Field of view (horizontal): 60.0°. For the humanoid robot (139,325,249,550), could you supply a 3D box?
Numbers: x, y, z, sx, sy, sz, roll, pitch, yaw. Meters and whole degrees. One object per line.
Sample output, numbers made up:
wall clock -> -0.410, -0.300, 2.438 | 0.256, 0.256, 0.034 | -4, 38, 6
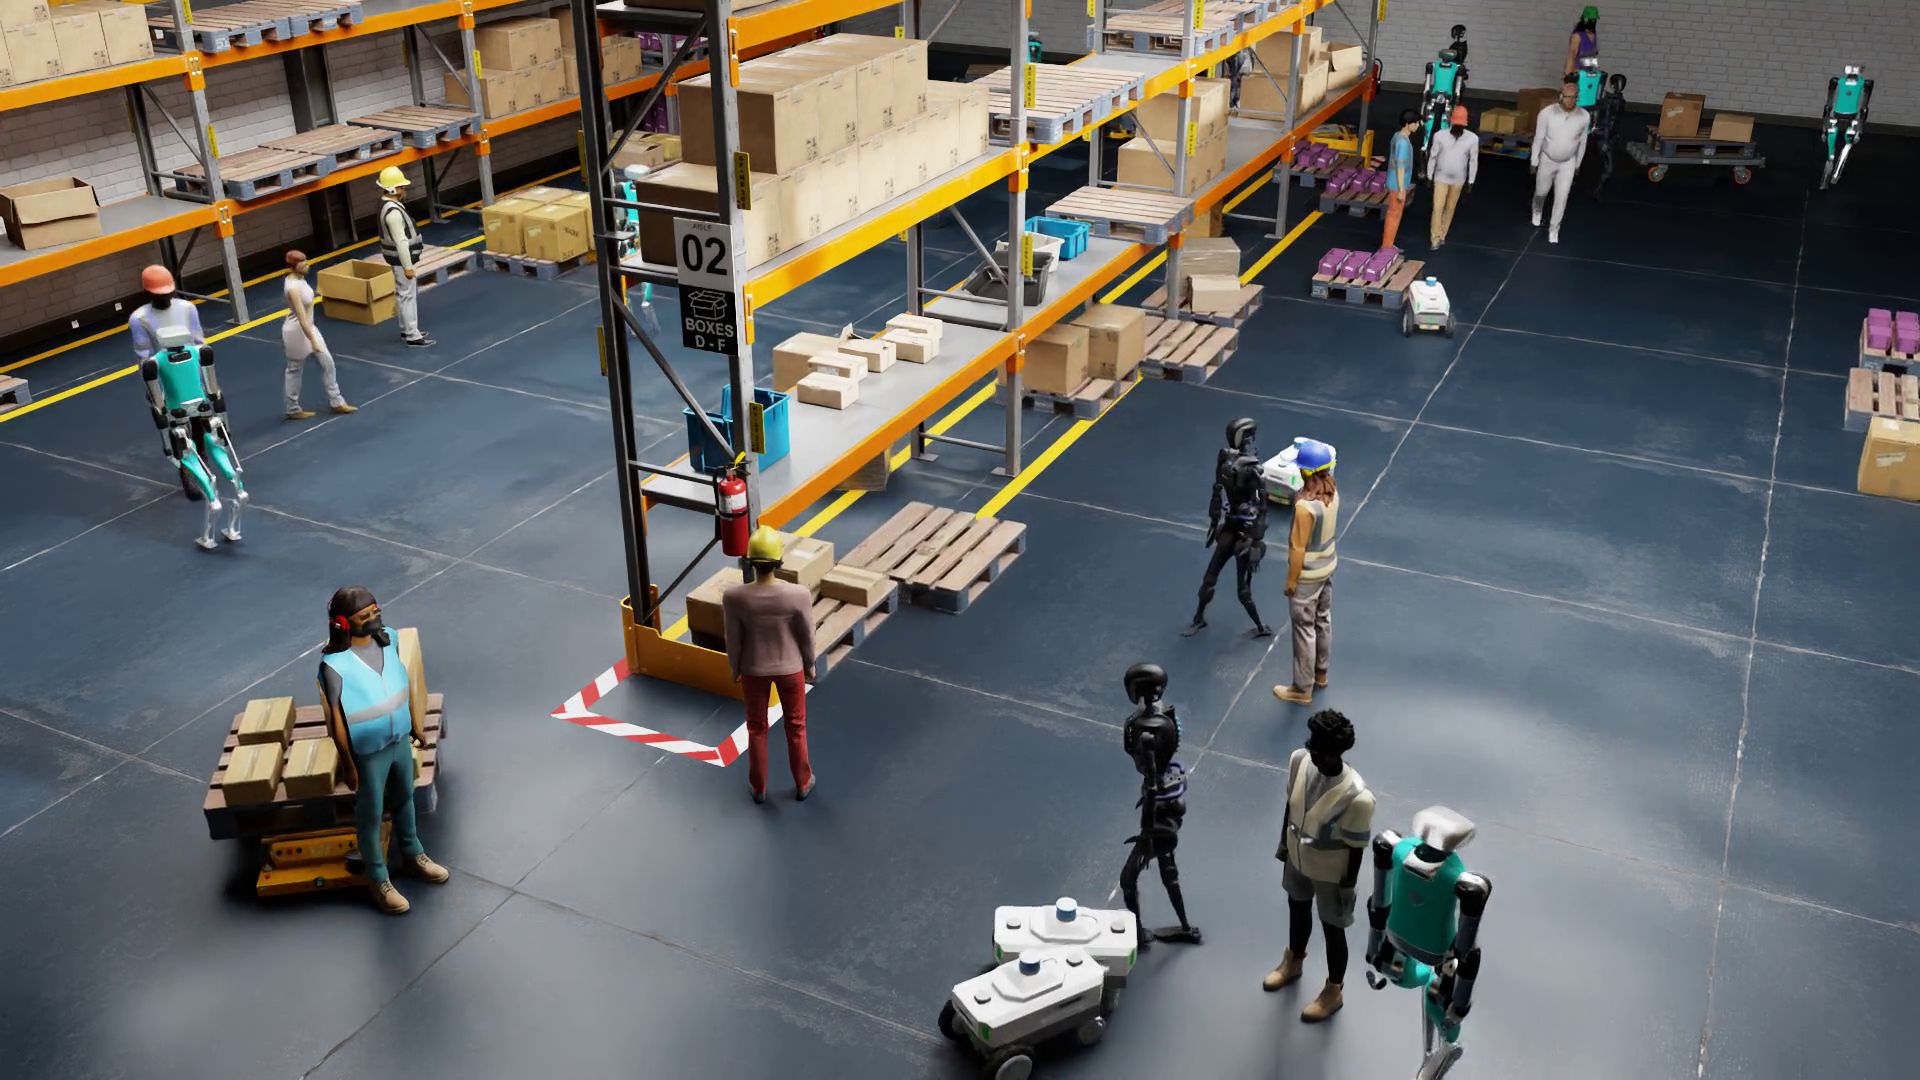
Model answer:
humanoid robot -> -5.659, -0.728, 12.491 | 0.694, 1.707, 0.530 | 23, 34, 38

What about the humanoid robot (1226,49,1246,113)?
humanoid robot -> 4.086, -6.829, 25.019 | 0.760, 1.623, 0.598 | 3, 26, 6

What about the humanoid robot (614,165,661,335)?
humanoid robot -> -3.292, -2.850, 16.913 | 0.542, 1.801, 0.784 | 4, 27, 7

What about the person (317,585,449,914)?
person -> -3.076, 1.084, 8.789 | 0.392, 1.866, 0.520 | 14, 29, 26

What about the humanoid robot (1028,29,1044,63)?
humanoid robot -> 0.864, -6.559, 24.390 | 0.735, 1.803, 0.530 | 3, 26, 6

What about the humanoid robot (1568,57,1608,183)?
humanoid robot -> 8.334, -5.678, 22.611 | 0.538, 1.803, 0.763 | -4, 27, -7

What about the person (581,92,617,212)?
person -> -4.605, -5.057, 21.220 | 0.373, 1.840, 0.569 | 4, 27, 9

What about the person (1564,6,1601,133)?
person -> 9.584, -7.230, 25.563 | 0.548, 1.876, 0.994 | -23, 34, -38

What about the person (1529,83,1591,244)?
person -> 7.315, -4.658, 20.378 | 0.644, 1.880, 0.853 | 6, 27, 11

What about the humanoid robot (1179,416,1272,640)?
humanoid robot -> 1.876, -0.045, 11.325 | 0.589, 1.644, 0.601 | -13, 29, -24

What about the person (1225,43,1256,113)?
person -> 4.369, -7.250, 25.685 | 0.603, 1.808, 0.557 | 21, 33, 36

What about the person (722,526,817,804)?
person -> -1.084, 0.733, 9.610 | 0.524, 1.768, 0.307 | -2, 26, -4

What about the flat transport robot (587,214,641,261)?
flat transport robot -> -4.108, -3.670, 20.192 | 0.659, 0.231, 1.431 | 2, 26, 5

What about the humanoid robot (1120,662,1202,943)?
humanoid robot -> 1.030, 1.361, 8.452 | 0.473, 1.632, 0.584 | 3, 27, 7

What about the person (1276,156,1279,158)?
person -> 4.478, -6.445, 24.004 | 0.556, 1.869, 0.391 | -10, 28, -20

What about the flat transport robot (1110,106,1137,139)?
flat transport robot -> 3.059, -6.258, 25.420 | 1.431, 0.231, 0.659 | 7, 27, 13

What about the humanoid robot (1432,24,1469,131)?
humanoid robot -> 7.564, -7.036, 25.443 | 0.635, 1.636, 0.613 | 1, 26, 2

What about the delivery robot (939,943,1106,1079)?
delivery robot -> 0.309, 2.239, 7.954 | 0.809, 0.612, 0.499 | -14, 30, -27

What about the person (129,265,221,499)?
person -> -6.345, -1.310, 13.567 | 0.501, 1.923, 0.548 | 22, 34, 37

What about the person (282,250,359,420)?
person -> -5.851, -1.840, 14.956 | 0.713, 1.616, 0.463 | -2, 26, -3

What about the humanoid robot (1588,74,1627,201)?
humanoid robot -> 8.552, -5.302, 21.902 | 0.314, 1.652, 0.608 | 17, 31, 30

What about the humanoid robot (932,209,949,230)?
humanoid robot -> -0.417, -4.623, 20.551 | 0.652, 1.629, 0.614 | -23, 34, -38

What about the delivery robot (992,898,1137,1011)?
delivery robot -> 0.488, 2.062, 8.313 | 0.785, 0.614, 0.504 | 2, 26, 3

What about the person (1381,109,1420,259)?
person -> 5.165, -4.180, 19.545 | 0.329, 1.759, 0.503 | 4, 27, 8

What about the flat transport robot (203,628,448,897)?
flat transport robot -> -3.628, 1.536, 9.676 | 0.659, 0.231, 1.431 | -5, 27, -10

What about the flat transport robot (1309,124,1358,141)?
flat transport robot -> 5.273, -6.113, 25.125 | 1.431, 0.231, 0.659 | 2, 26, 3

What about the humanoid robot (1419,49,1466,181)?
humanoid robot -> 6.530, -5.736, 22.764 | 0.537, 1.836, 0.739 | 10, 28, 19

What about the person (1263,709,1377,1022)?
person -> 1.739, 1.551, 8.042 | 0.320, 1.690, 0.533 | -16, 30, -29

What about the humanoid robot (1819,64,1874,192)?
humanoid robot -> 11.849, -5.524, 22.323 | 0.540, 1.760, 1.022 | 15, 30, 27

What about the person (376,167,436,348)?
person -> -5.612, -2.853, 16.779 | 0.404, 1.830, 0.600 | -13, 29, -24

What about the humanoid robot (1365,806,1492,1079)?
humanoid robot -> 2.145, 1.856, 7.394 | 0.958, 1.758, 0.532 | -23, 34, -38

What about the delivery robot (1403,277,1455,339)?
delivery robot -> 4.898, -2.453, 17.389 | 0.499, 0.576, 0.768 | 4, 27, 7

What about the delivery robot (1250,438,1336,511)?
delivery robot -> 2.744, -0.549, 13.537 | 0.499, 0.570, 0.753 | 21, 33, 36

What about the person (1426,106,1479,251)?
person -> 5.854, -4.298, 19.821 | 0.565, 1.706, 0.879 | 5, 27, 9

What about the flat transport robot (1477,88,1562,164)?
flat transport robot -> 8.206, -5.720, 24.333 | 1.431, 0.231, 0.659 | 21, 33, 36

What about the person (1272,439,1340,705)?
person -> 2.236, 0.192, 10.710 | 0.362, 1.767, 0.476 | 17, 31, 31
